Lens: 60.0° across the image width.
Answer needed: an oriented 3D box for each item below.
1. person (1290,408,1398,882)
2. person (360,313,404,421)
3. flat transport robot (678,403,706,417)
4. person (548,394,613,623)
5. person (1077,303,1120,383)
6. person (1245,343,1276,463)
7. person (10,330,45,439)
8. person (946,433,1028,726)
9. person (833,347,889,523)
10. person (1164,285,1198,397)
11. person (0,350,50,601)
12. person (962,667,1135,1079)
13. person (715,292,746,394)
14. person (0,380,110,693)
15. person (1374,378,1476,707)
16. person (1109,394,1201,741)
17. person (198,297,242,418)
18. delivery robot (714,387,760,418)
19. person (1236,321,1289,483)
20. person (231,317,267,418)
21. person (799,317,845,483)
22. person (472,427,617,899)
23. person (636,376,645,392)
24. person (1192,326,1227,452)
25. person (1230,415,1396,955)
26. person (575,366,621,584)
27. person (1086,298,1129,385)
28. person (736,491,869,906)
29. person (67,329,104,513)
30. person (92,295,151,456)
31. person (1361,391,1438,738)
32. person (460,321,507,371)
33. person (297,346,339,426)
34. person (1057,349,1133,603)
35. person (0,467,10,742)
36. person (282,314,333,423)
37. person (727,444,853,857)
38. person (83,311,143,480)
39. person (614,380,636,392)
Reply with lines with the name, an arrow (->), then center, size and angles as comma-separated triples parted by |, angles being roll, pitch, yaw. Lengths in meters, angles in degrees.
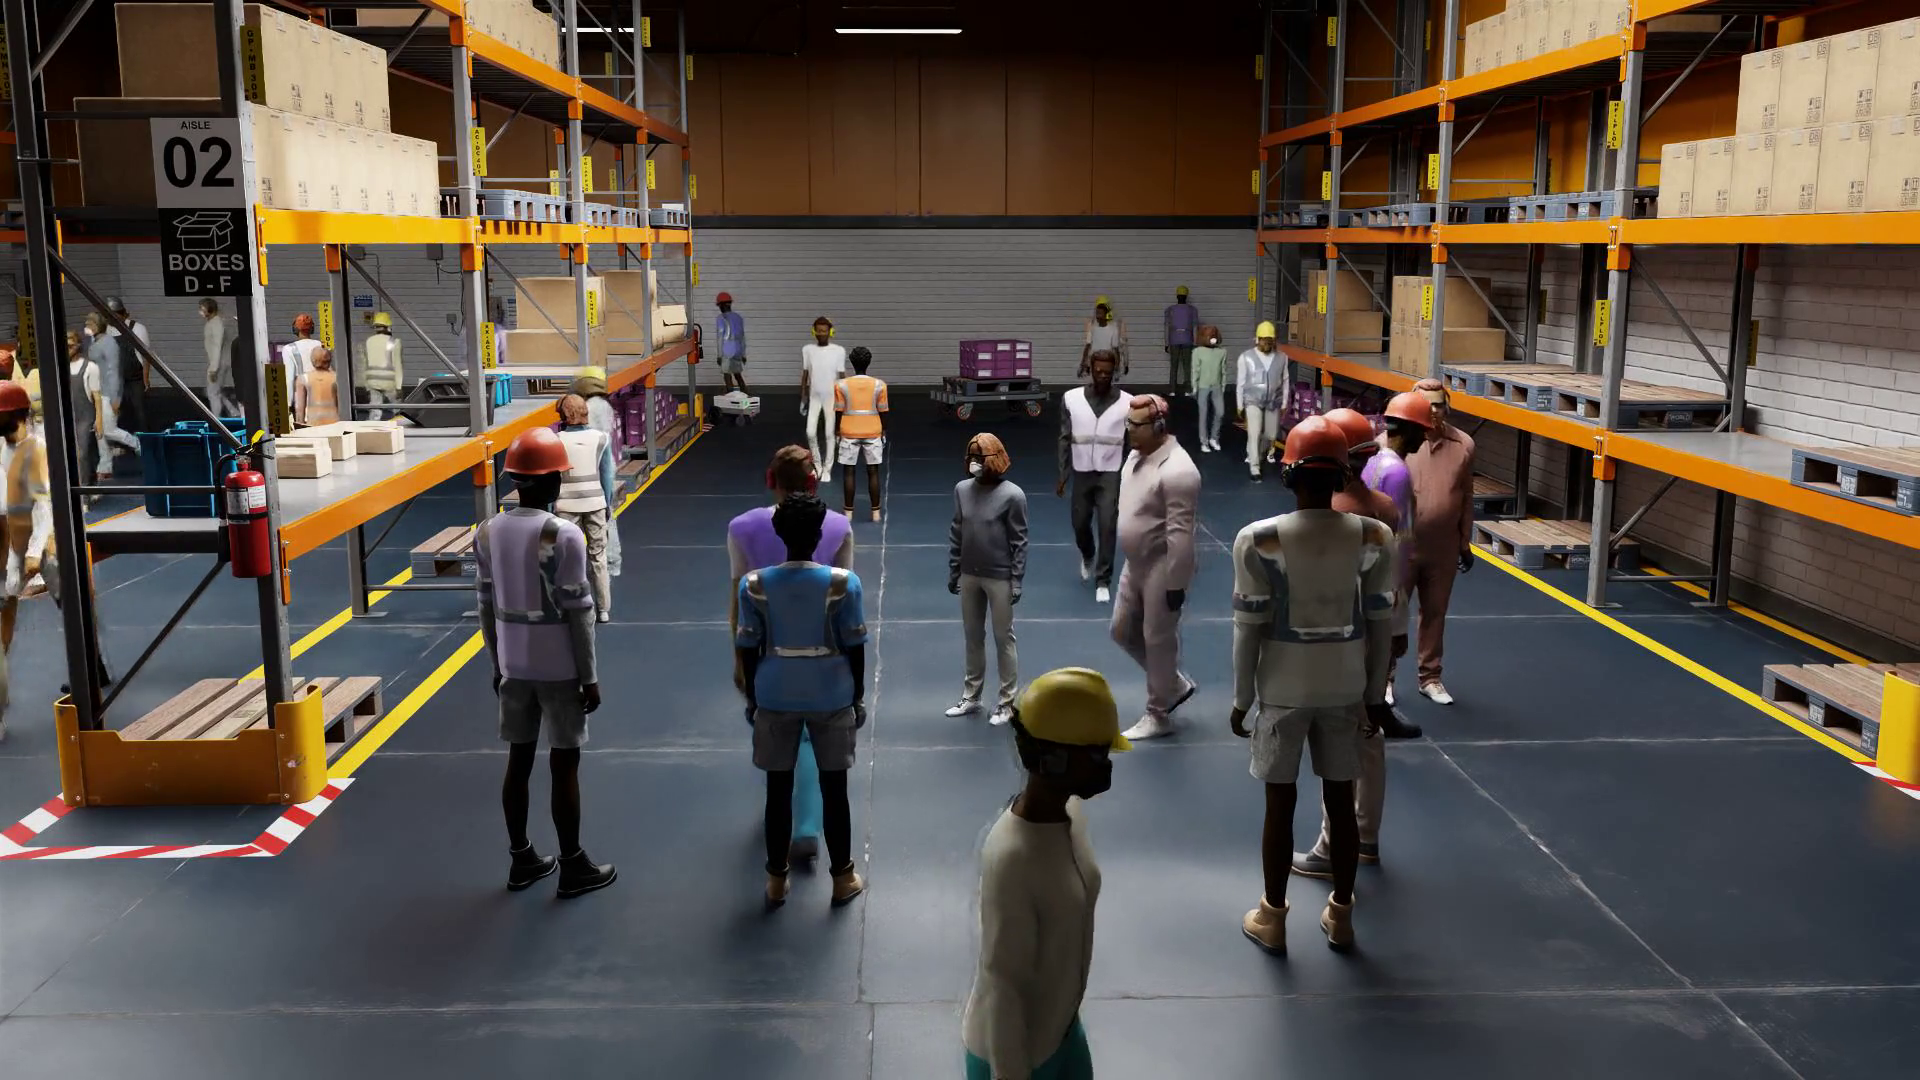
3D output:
person -> 1.599, 0.442, 7.014 | 0.395, 1.994, 0.613 | 9, 14, 42
person -> -7.181, -1.945, 20.885 | 0.618, 1.781, 0.919 | 2, 10, 11
flat transport robot -> -4.521, -1.879, 24.744 | 0.652, 0.197, 1.431 | 8, 13, 37
person -> -2.667, -0.203, 11.621 | 0.517, 1.633, 0.313 | -6, 12, -31
person -> 2.021, -2.453, 23.644 | 0.537, 1.828, 0.987 | 8, 13, 37
person -> 3.696, -1.748, 20.220 | 0.499, 1.634, 0.279 | 2, 10, 9
person -> -9.358, -1.237, 16.813 | 0.661, 1.831, 0.474 | -3, 11, -16
person -> 0.146, 0.213, 9.292 | 0.507, 1.632, 0.275 | 8, 13, 37
person -> -0.943, -1.001, 15.904 | 0.530, 1.689, 0.321 | -2, 10, -10
person -> 3.826, -3.435, 28.799 | 0.587, 1.927, 0.367 | 2, 10, 11
person -> -7.112, -0.488, 12.505 | 0.360, 1.884, 0.574 | -9, 14, -42
person -> 0.222, 1.145, 3.805 | 0.511, 1.746, 0.617 | 4, 11, 21
person -> -3.614, -2.972, 26.325 | 0.509, 1.902, 0.682 | 7, 12, 33
person -> -5.436, 0.025, 9.619 | 0.570, 1.882, 0.978 | 5, 11, 26
person -> 2.669, 0.021, 9.604 | 0.644, 1.907, 0.400 | -1, 10, -6
person -> 1.051, 0.149, 8.946 | 0.425, 1.887, 0.665 | -4, 11, -21
person -> -10.332, -2.406, 23.065 | 0.586, 1.928, 0.661 | -6, 12, -30
delivery robot -> -3.272, -2.004, 24.387 | 0.707, 0.478, 0.477 | 7, 12, 36
person -> 3.393, -1.564, 18.729 | 0.596, 1.816, 0.673 | -1, 10, -5
person -> -7.733, -1.569, 18.217 | 0.619, 1.994, 0.381 | 9, 14, 42
person -> -1.533, -1.545, 18.468 | 0.564, 1.852, 0.527 | 1, 10, 6
person -> -1.705, 0.504, 6.824 | 0.543, 1.939, 0.360 | 5, 11, 24
person -> -4.767, -2.642, 24.909 | 0.388, 1.756, 0.546 | 3, 11, 17
person -> 3.185, -1.919, 21.209 | 0.510, 1.622, 0.336 | -2, 10, -12
person -> 1.305, 0.554, 6.254 | 0.608, 2.044, 0.370 | -1, 10, -4
person -> -2.912, -0.518, 13.200 | 0.329, 1.696, 0.686 | 1, 10, 7
person -> 2.174, -2.617, 24.424 | 0.621, 1.850, 0.968 | -1, 10, -8
person -> -0.627, 0.649, 6.704 | 0.531, 1.692, 0.320 | 0, 10, 3
person -> -8.791, -1.193, 16.592 | 0.522, 1.824, 0.783 | 0, 10, 0
person -> -10.507, -2.059, 20.817 | 0.687, 2.000, 0.535 | -1, 10, -7
person -> 2.209, 0.155, 8.884 | 0.618, 1.903, 0.592 | 0, 10, 3
person -> -6.383, -2.262, 22.406 | 0.650, 1.878, 0.811 | -2, 10, -11
person -> -6.471, -1.168, 16.995 | 0.539, 1.622, 0.411 | -3, 11, -15
person -> 1.047, -0.516, 12.629 | 0.602, 1.894, 0.744 | 2, 10, 9
person -> -5.196, 0.232, 8.650 | 0.492, 1.835, 0.799 | -3, 10, -14
person -> -7.230, -1.561, 18.485 | 0.353, 1.883, 0.573 | 9, 14, 41
person -> -0.744, 0.479, 7.440 | 0.576, 1.783, 1.038 | -1, 10, -6
person -> -9.511, -1.614, 18.686 | 0.675, 1.921, 0.637 | -8, 13, -39
person -> -5.026, -2.691, 24.905 | 0.591, 1.837, 0.403 | -6, 12, -28
